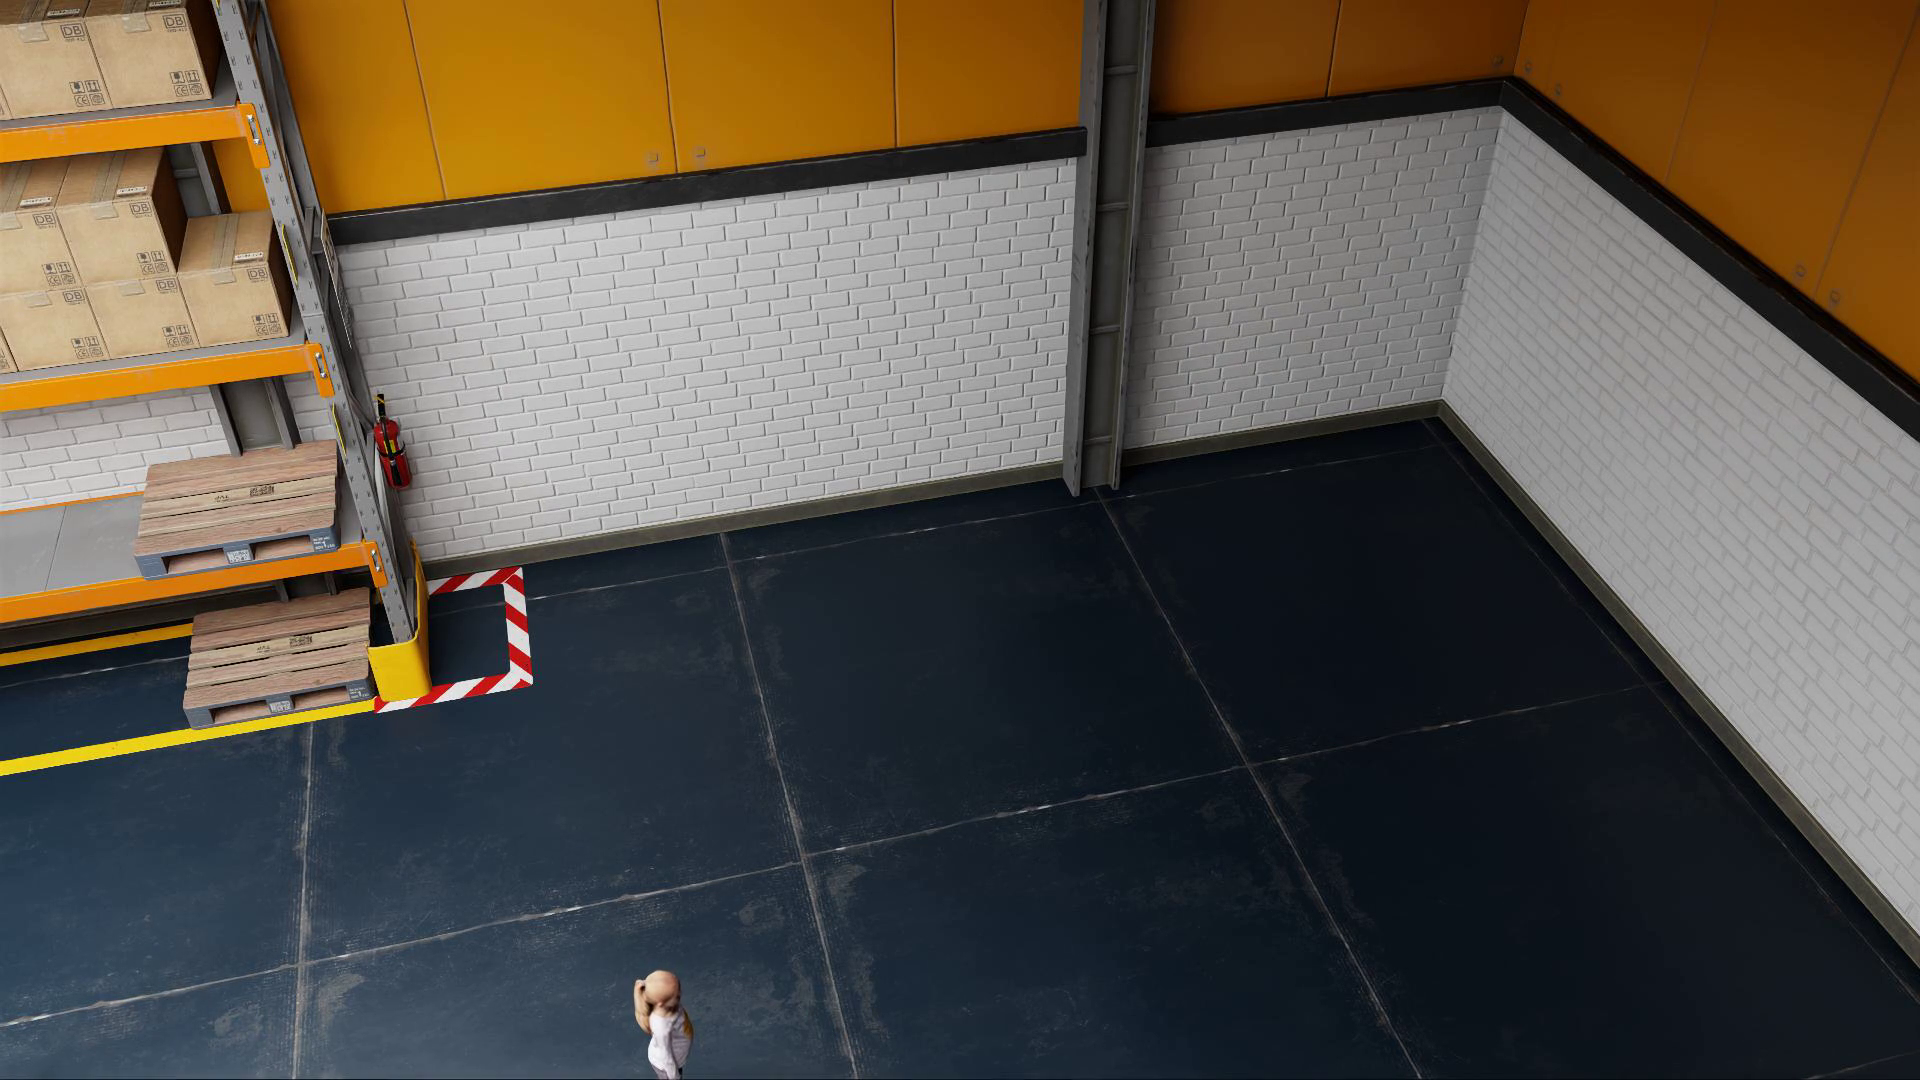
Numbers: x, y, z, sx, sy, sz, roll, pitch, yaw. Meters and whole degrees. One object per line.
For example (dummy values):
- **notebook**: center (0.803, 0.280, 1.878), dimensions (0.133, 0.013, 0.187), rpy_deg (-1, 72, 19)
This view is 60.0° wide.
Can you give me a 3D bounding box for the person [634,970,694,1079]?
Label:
- **person**: center (-1.502, 2.644, 8.545), dimensions (0.514, 1.275, 0.508), rpy_deg (-4, 39, -5)
